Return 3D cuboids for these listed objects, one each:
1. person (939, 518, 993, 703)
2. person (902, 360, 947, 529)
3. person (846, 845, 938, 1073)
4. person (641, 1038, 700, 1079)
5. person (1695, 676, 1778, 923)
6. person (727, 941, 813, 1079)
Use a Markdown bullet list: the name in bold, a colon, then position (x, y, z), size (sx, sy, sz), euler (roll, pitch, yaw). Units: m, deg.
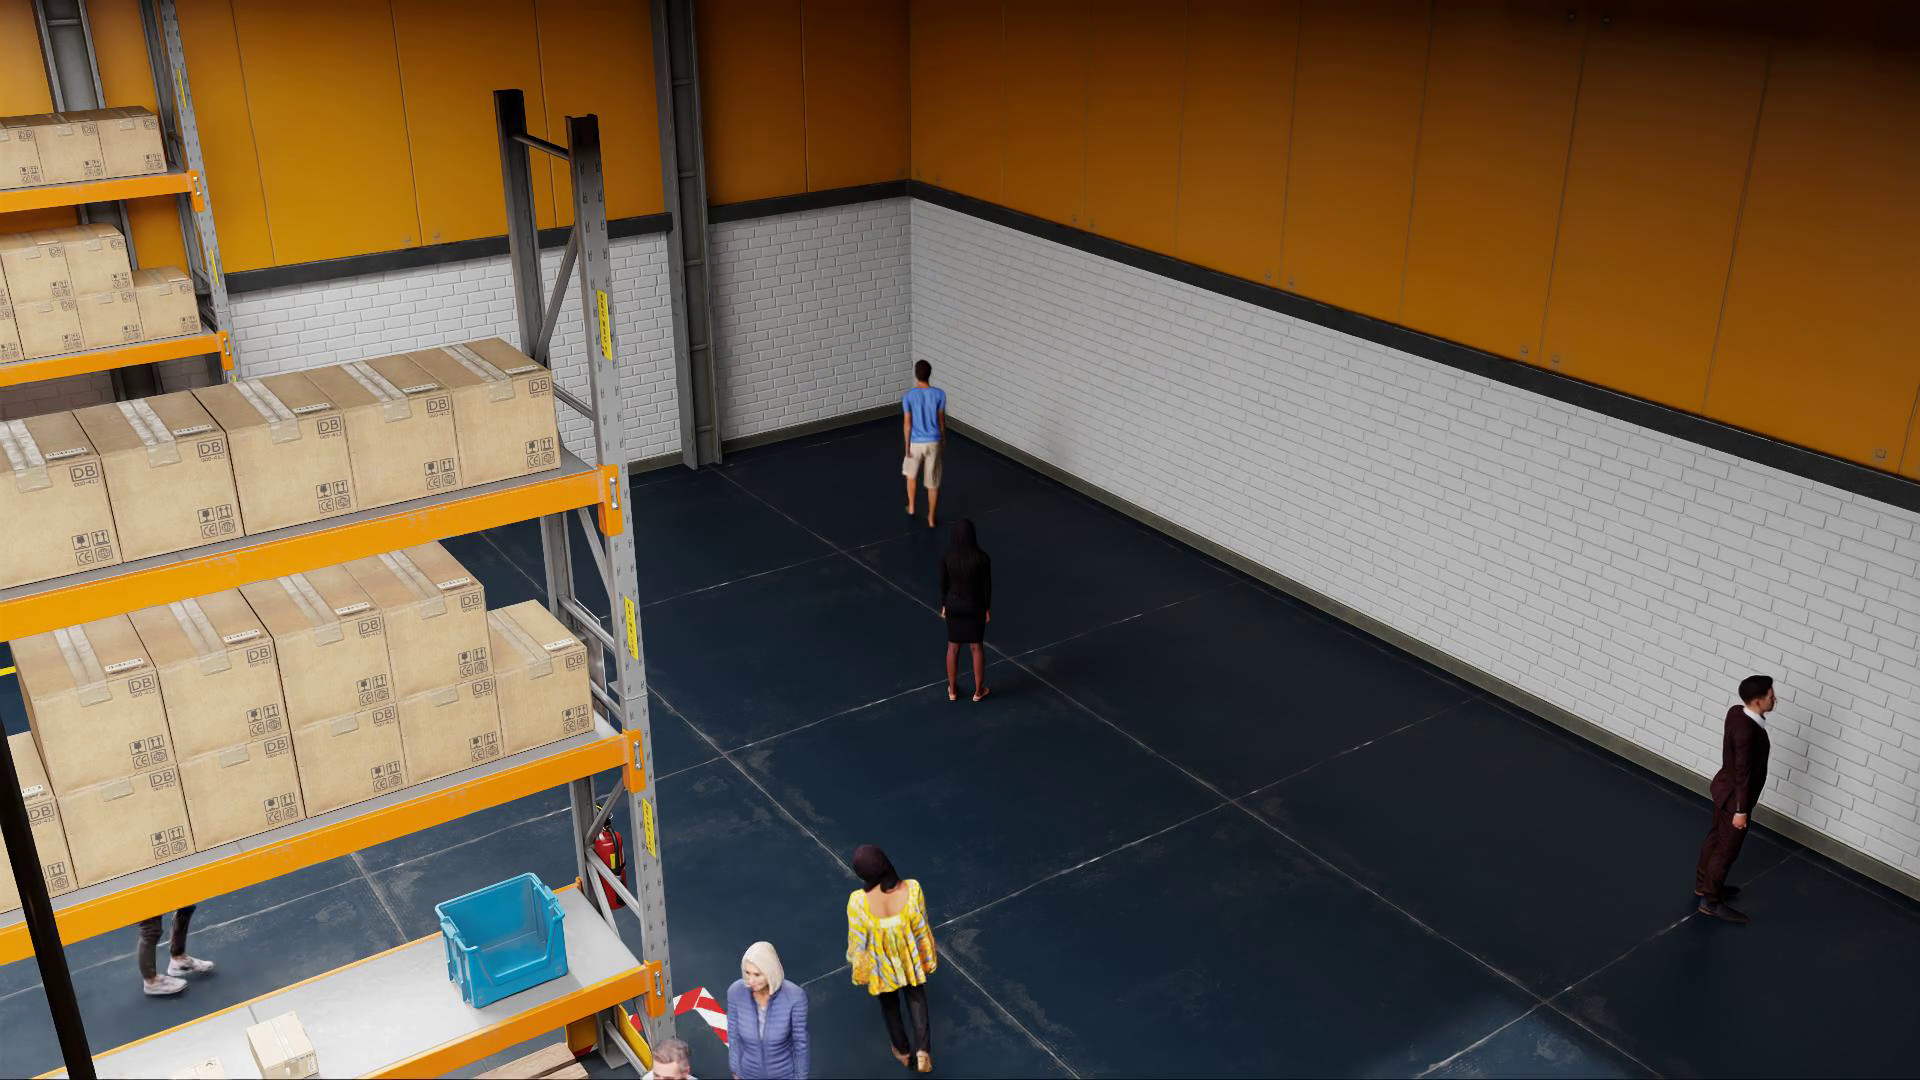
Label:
- **person**: position (0.046, 0.605, 14.578), size (0.673, 1.722, 0.732), euler (4, 24, 9)
- **person**: position (-0.364, -1.014, 18.135), size (0.937, 1.841, 0.948), euler (-1, 24, -3)
- **person**: position (-0.406, 2.613, 10.112), size (0.888, 1.621, 0.921), euler (-3, 24, -7)
- **person**: position (-1.345, 3.225, 8.515), size (1.116, 1.779, 1.276), euler (8, 25, 18)
- **person**: position (5.453, 1.780, 11.703), size (0.837, 1.872, 0.761), euler (6, 24, 13)
- **person**: position (-1.039, 2.904, 9.311), size (0.802, 1.729, 0.867), euler (3, 24, 6)
